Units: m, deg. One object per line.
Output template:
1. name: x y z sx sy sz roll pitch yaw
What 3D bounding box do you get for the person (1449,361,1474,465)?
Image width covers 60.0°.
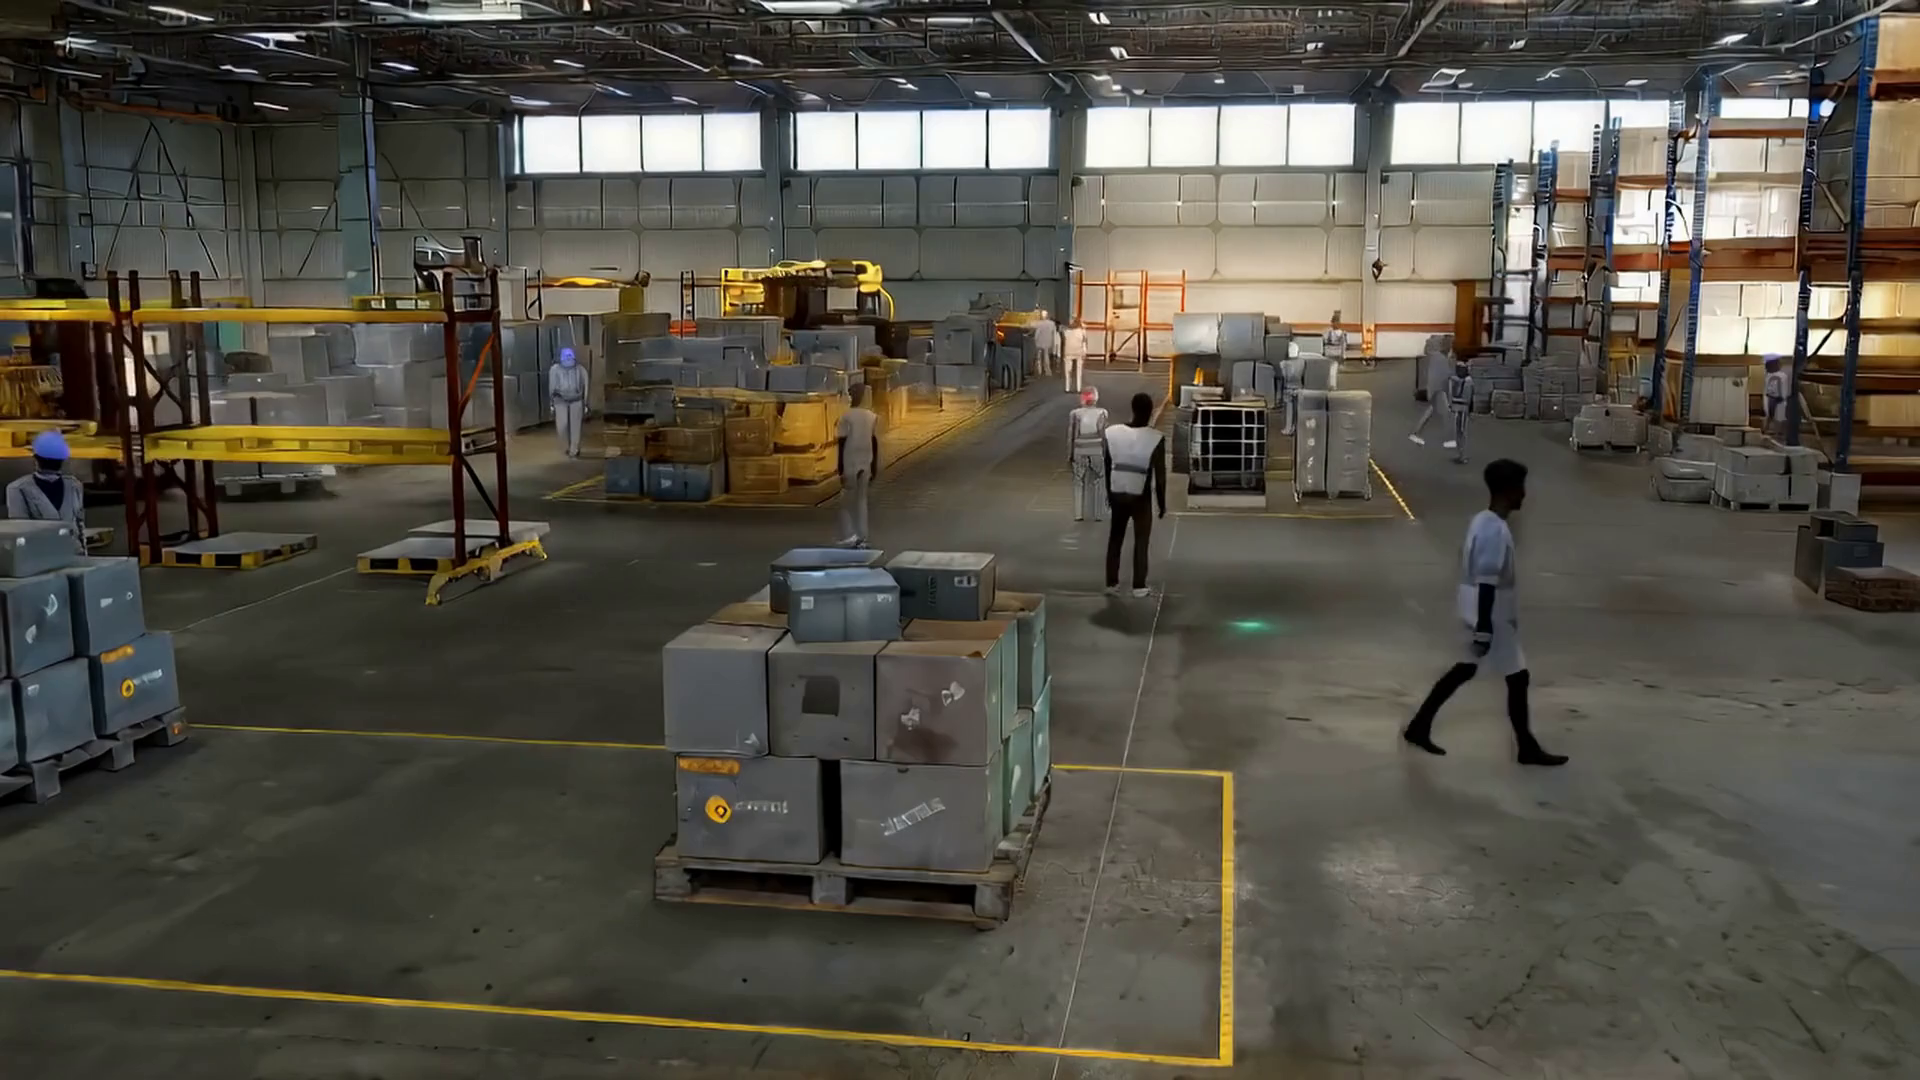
1. person: 7.853 -1.985 26.001 0.320 1.631 0.524 -1 9 -4

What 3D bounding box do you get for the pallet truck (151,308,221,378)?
1. pallet truck: -21.869 -5.598 47.154 0.823 1.965 1.885 4 10 26

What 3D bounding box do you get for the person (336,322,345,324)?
1. person: -17.252 -5.320 46.411 0.557 1.680 0.414 -6 11 -31

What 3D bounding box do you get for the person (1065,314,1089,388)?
1. person: 3.014 -4.907 43.138 0.631 1.919 0.797 -1 9 -8

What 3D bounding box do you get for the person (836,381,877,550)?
1. person: -1.148 -0.797 18.002 0.554 1.848 0.599 -5 11 -30

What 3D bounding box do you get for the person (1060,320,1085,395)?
1. person: 2.727 -4.443 40.518 0.637 1.840 0.429 -2 9 -13

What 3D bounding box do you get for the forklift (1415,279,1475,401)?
1. forklift: 11.421 -4.530 37.854 1.873 2.768 1.129 1 9 9

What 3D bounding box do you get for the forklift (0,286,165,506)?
1. forklift: -11.455 -1.889 21.565 1.873 2.768 1.129 -4 10 -25

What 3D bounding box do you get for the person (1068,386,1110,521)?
1. person: 1.570 -1.044 20.168 0.523 1.638 0.311 3 10 15

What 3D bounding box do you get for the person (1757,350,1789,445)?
1. person: 11.834 -1.818 24.235 0.569 1.864 1.022 -7 12 -37

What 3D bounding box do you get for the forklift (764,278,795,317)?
1. forklift: -4.590 -5.277 42.458 1.873 2.768 1.129 5 11 29

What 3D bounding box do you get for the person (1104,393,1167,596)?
1. person: 1.638 -0.420 15.524 0.620 1.897 0.447 5 10 28

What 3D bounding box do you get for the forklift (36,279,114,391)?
1. forklift: -21.241 -4.763 39.288 1.873 2.768 1.129 1 9 9

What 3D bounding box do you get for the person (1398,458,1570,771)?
1. person: 3.194 0.441 10.153 0.992 1.923 0.624 1 9 9

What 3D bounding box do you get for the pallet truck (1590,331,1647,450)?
1. pallet truck: 11.253 -2.573 28.499 0.823 1.965 1.885 5 10 27

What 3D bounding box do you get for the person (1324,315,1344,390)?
1. person: 9.379 -4.691 41.821 0.553 1.917 0.751 -3 10 -17

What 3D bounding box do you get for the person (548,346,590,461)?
1. person: -6.221 -2.165 26.495 0.658 1.826 0.481 -2 9 -11

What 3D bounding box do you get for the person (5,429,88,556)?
1. person: -6.388 0.178 11.740 0.366 1.931 0.542 5 11 29

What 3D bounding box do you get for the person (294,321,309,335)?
1. person: -14.768 -3.990 37.416 0.371 1.940 0.627 0 9 1

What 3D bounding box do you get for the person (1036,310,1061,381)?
1. person: 2.398 -5.342 45.721 0.642 1.942 0.999 -6 11 -32

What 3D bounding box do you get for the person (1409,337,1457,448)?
1. person: 8.199 -2.536 28.597 0.992 1.903 0.641 7 11 36

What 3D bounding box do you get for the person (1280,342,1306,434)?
1. person: 6.196 -2.832 31.013 0.541 1.698 0.316 -4 10 -26
